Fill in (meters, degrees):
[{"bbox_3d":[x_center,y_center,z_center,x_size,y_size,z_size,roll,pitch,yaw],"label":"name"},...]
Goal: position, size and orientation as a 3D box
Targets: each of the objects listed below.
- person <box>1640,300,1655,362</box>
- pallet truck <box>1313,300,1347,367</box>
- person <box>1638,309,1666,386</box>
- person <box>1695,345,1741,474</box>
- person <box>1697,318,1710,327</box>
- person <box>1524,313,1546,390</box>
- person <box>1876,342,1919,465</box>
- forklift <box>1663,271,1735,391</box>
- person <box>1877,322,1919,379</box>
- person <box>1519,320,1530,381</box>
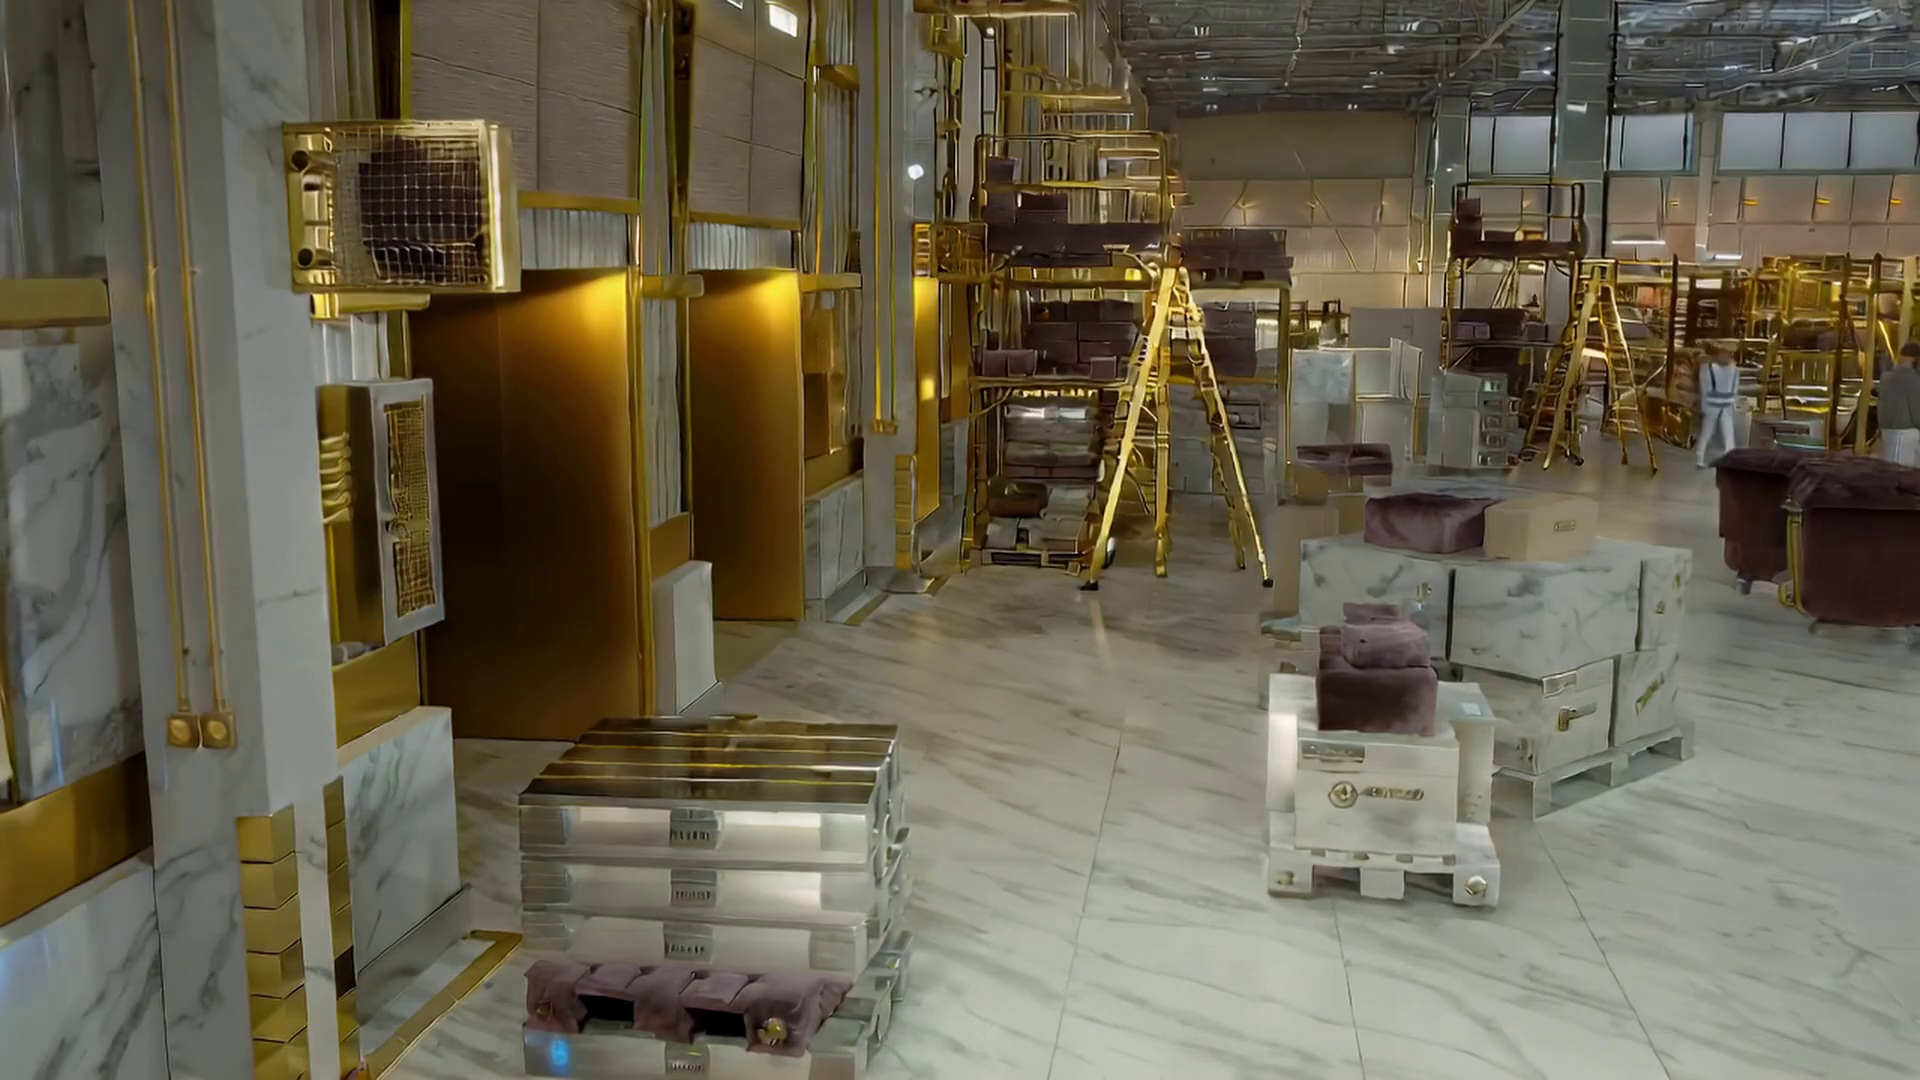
[{"bbox_3d":[21.483,-6.532,51.945,0.362,1.939,0.542,6,11,31],"label":"person"},{"bbox_3d":[11.159,-6.200,49.718,0.823,1.965,1.885,4,10,26],"label":"pallet truck"},{"bbox_3d":[17.169,-4.788,41.320,0.638,1.909,0.916,-1,9,-5],"label":"person"},{"bbox_3d":[10.520,-1.778,23.023,0.576,1.821,1.032,0,9,1],"label":"person"},{"bbox_3d":[17.335,-4.320,38.907,0.315,1.742,0.492,5,10,27],"label":"person"},{"bbox_3d":[13.678,-4.470,39.522,0.506,1.847,0.345,-4,10,-23],"label":"person"},{"bbox_3d":[11.223,-1.349,19.799,0.372,1.997,0.621,-5,10,-27],"label":"person"},{"bbox_3d":[17.136,-4.766,38.159,1.873,2.768,1.129,-8,12,-41],"label":"forklift"},{"bbox_3d":[17.076,-3.001,30.260,0.659,1.915,0.784,5,10,28],"label":"person"},{"bbox_3d":[14.333,-4.858,42.612,0.726,1.607,0.531,2,9,12],"label":"person"}]
